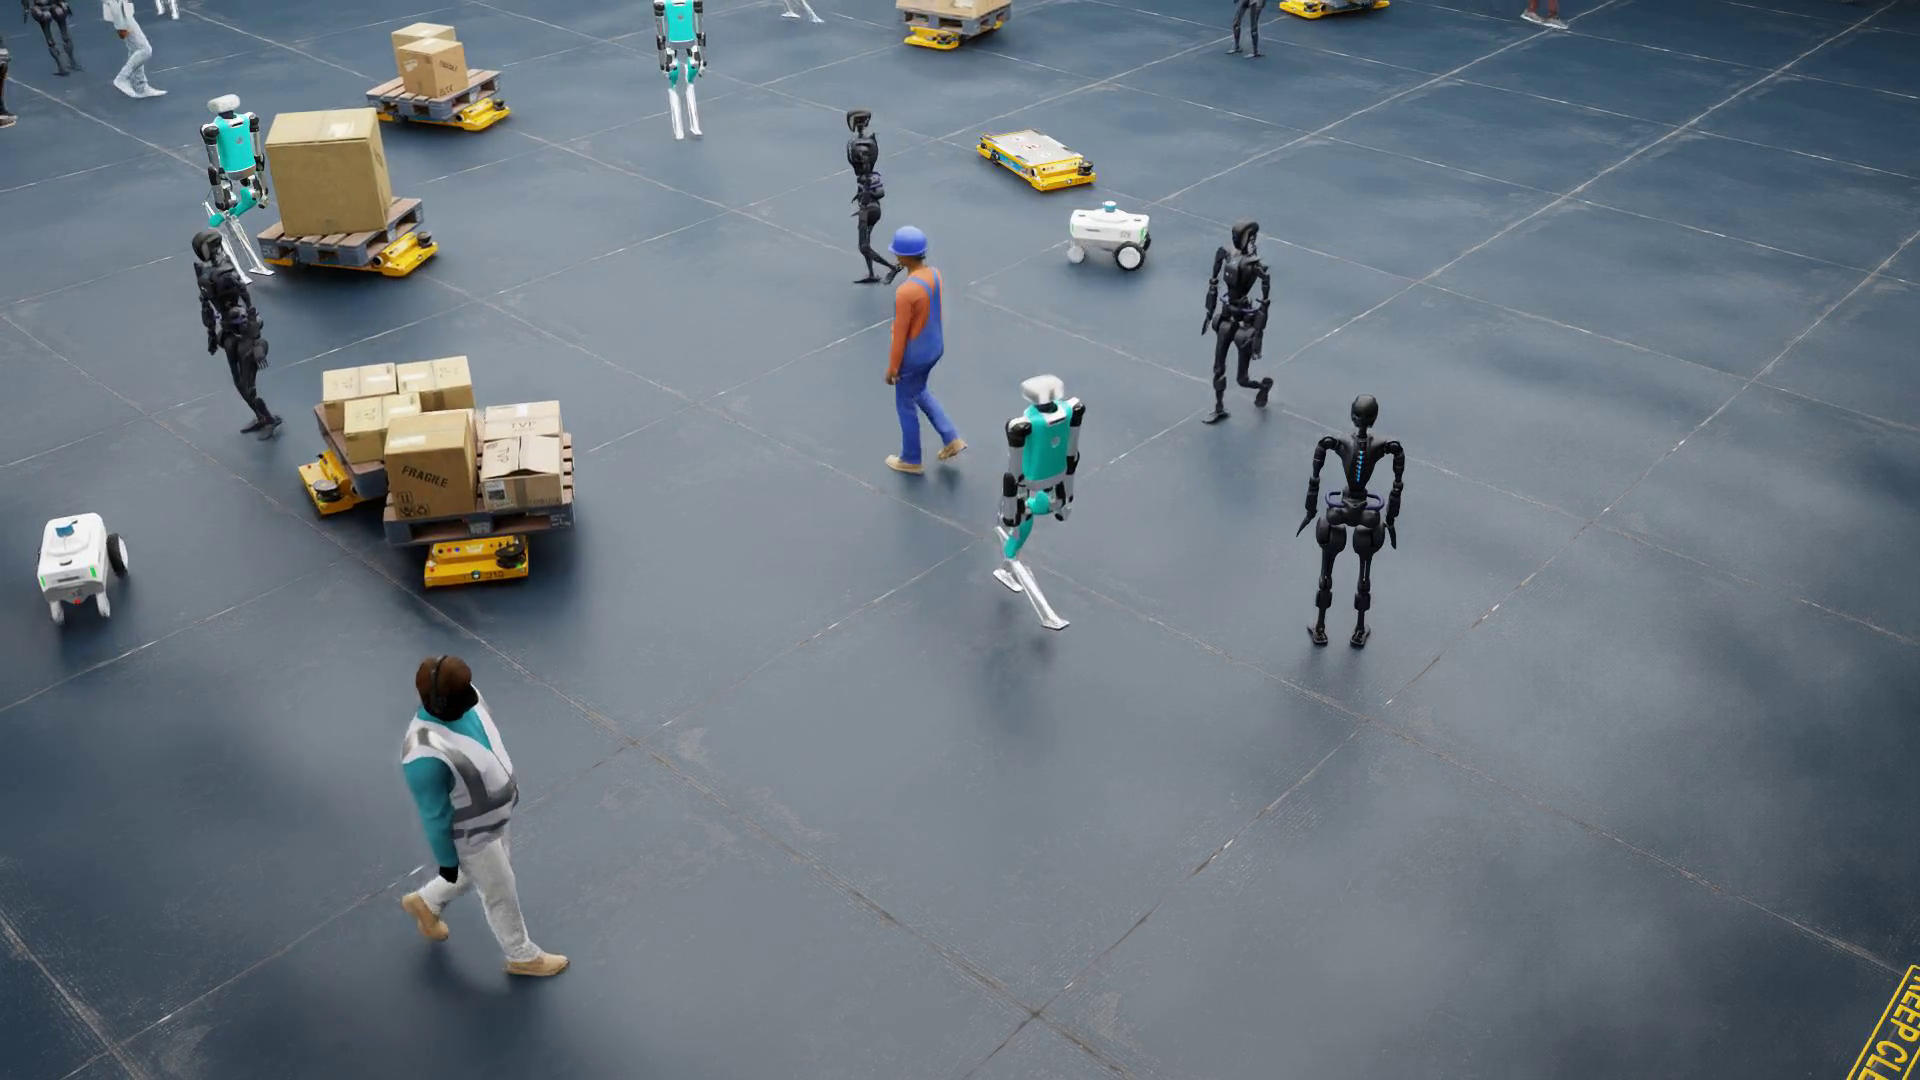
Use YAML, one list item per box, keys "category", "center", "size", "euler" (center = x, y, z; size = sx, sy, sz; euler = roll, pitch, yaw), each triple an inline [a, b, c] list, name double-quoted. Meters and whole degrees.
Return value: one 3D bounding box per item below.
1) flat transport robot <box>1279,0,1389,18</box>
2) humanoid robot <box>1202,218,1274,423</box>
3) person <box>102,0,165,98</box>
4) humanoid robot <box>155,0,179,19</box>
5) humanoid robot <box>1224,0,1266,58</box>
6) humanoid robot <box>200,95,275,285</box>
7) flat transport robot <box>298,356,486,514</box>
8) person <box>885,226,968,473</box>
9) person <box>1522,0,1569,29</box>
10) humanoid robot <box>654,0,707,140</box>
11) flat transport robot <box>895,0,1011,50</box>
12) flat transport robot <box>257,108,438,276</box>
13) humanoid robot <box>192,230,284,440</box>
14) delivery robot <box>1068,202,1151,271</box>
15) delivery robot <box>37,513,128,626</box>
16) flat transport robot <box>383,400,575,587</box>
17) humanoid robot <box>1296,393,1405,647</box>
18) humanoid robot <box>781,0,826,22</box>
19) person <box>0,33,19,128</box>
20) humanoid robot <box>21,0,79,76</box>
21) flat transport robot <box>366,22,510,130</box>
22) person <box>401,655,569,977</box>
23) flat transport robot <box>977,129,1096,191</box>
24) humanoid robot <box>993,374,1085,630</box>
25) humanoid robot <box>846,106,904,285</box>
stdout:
- category: "flat transport robot"
  center: [5.252, -7.559, 23.326]
  size: [1.431, 0.231, 0.659]
  euler: [-16, 35, -24]
- category: "humanoid robot"
  center: [2.139, -1.680, 12.529]
  size: [0.581, 1.634, 0.590]
  euler: [-25, 40, -34]
- category: "person"
  center: [-9.753, -6.104, 19.435]
  size: [0.456, 1.904, 0.605]
  euler: [-13, 34, -20]
- category: "humanoid robot"
  center: [-11.015, -8.024, 22.698]
  size: [0.545, 1.807, 0.705]
  euler: [-9, 33, -14]
- category: "humanoid robot"
  center: [3.672, -6.888, 20.919]
  size: [0.447, 1.645, 0.599]
  euler: [-14, 35, -22]
- category: "humanoid robot"
  center: [-6.452, -3.115, 14.651]
  size: [0.735, 1.677, 0.533]
  euler: [19, 37, 28]
- category: "flat transport robot"
  center: [-4.007, -0.585, 12.096]
  size: [1.431, 0.231, 0.659]
  euler: [-18, 36, -27]
- category: "person"
  center: [-0.280, -1.311, 11.741]
  size: [0.475, 1.887, 0.523]
  euler: [16, 35, 24]
- category: "person"
  center: [8.000, -7.809, 22.300]
  size: [0.670, 1.759, 0.592]
  euler: [14, 35, 22]
- category: "humanoid robot"
  center: [-3.063, -5.301, 18.231]
  size: [0.530, 1.726, 0.711]
  euler: [-9, 33, -14]
- category: "flat transport robot"
  center: [-0.072, -6.797, 22.099]
  size: [0.659, 0.231, 1.431]
  euler: [18, 36, 26]
- category: "flat transport robot"
  center: [-5.705, -2.717, 15.528]
  size: [1.431, 0.231, 0.659]
  euler: [7, 33, 11]
- category: "humanoid robot"
  center: [-5.316, -1.514, 12.253]
  size: [0.602, 1.641, 0.340]
  euler: [17, 36, 26]
- category: "delivery robot"
  center: [1.418, -2.834, 15.465]
  size: [0.790, 0.614, 0.499]
  euler: [7, 33, 11]
- category: "delivery robot"
  center: [-5.672, 0.134, 10.673]
  size: [0.499, 0.601, 0.775]
  euler: [-11, 34, -18]
- category: "flat transport robot"
  center: [-3.246, -0.165, 11.420]
  size: [0.659, 0.231, 1.431]
  euler: [-6, 32, -10]
- category: "humanoid robot"
  center: [2.343, -0.121, 10.003]
  size: [0.599, 1.655, 0.315]
  euler: [5, 32, 9]
- category: "humanoid robot"
  center: [-2.274, -7.828, 22.391]
  size: [0.835, 1.797, 0.538]
  euler: [9, 33, 14]
- category: "person"
  center: [-10.867, -5.557, 18.537]
  size: [0.631, 1.923, 0.544]
  euler: [24, 39, 33]
- category: "humanoid robot"
  center: [-11.188, -6.551, 20.369]
  size: [0.342, 1.657, 0.583]
  euler: [21, 37, 30]
- category: "flat transport robot"
  center: [-5.987, -4.961, 19.143]
  size: [1.431, 0.231, 0.659]
  euler: [10, 33, 15]
- category: "person"
  center: [-2.299, 1.271, 7.640]
  size: [0.756, 1.819, 0.630]
  euler: [2, 32, 3]
- category: "flat transport robot"
  center: [0.799, -4.057, 17.687]
  size: [0.659, 0.231, 1.431]
  euler: [-15, 35, -23]
- category: "humanoid robot"
  center: [0.387, -0.280, 10.213]
  size: [0.546, 1.730, 1.043]
  euler: [-20, 37, -29]
- category: "humanoid robot"
  center: [-0.757, -3.049, 14.733]
  size: [0.473, 1.631, 0.600]
  euler: [-4, 32, -7]
